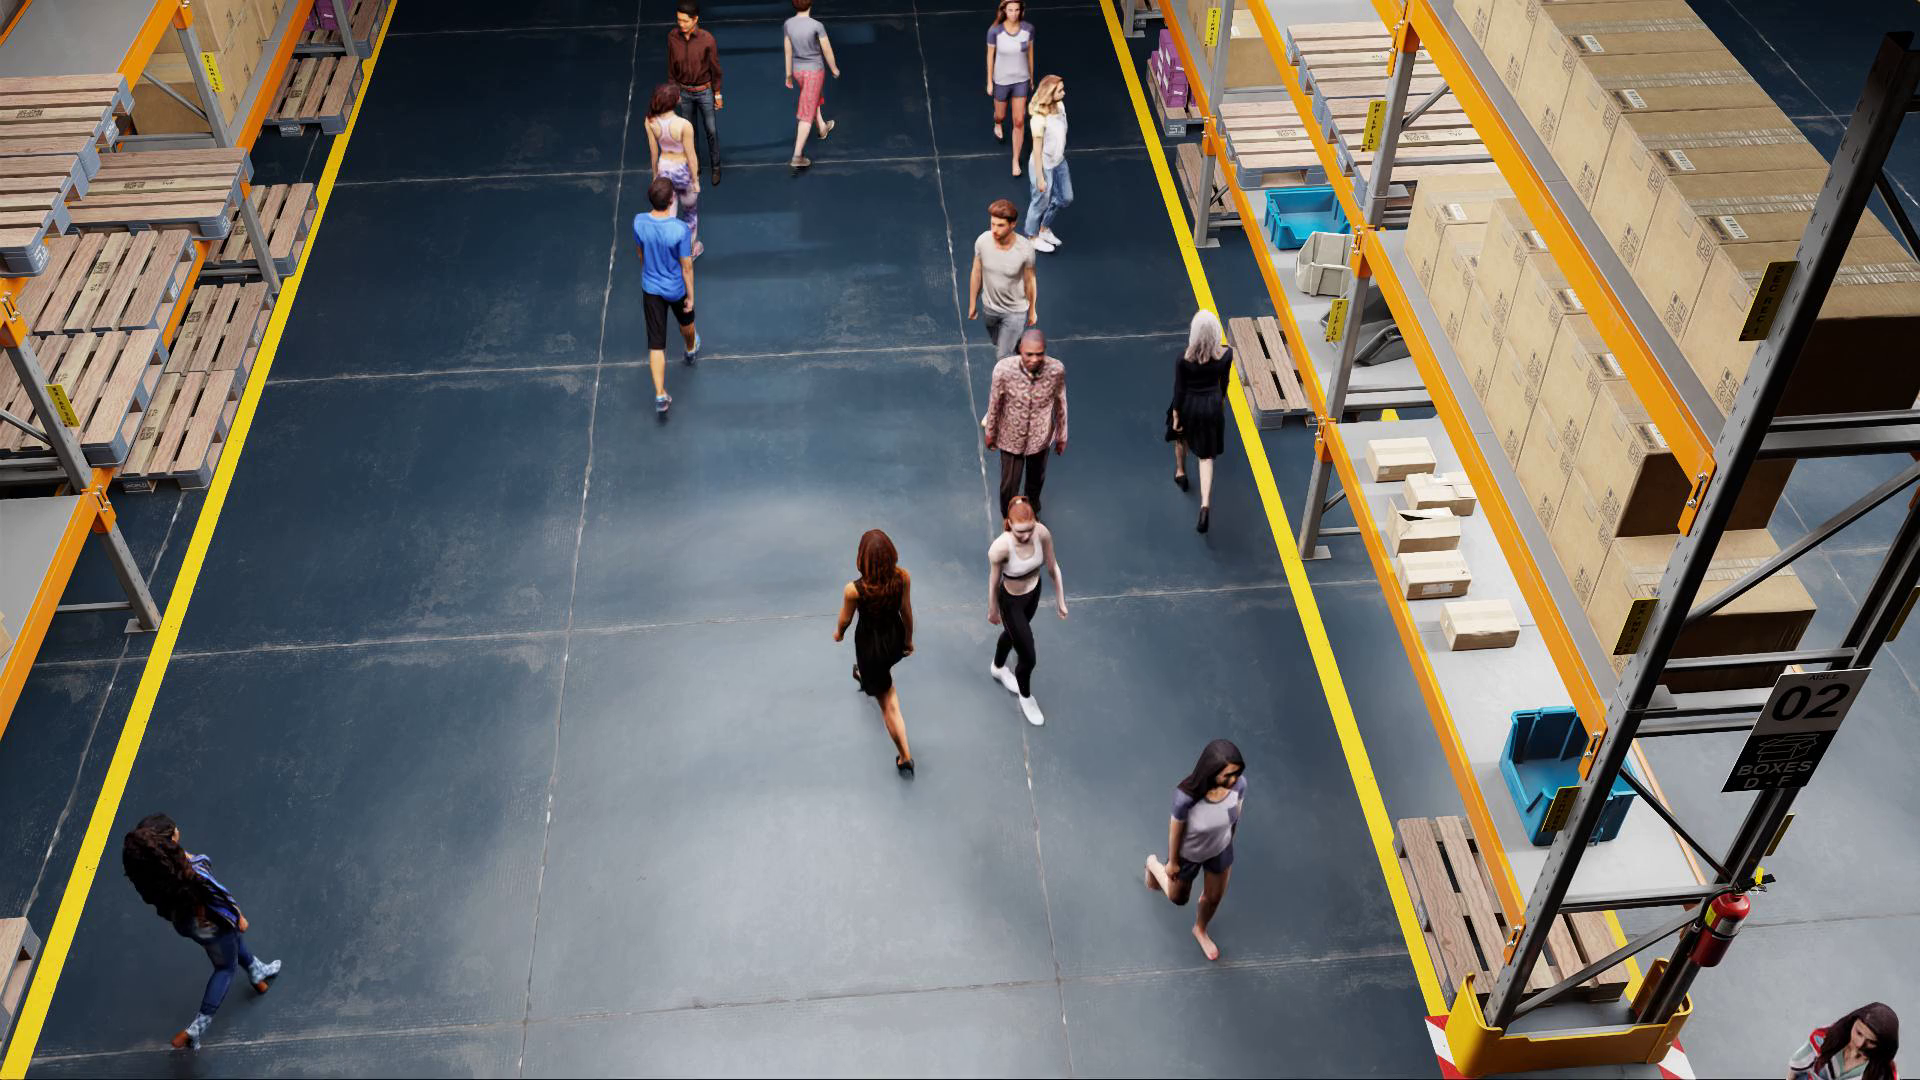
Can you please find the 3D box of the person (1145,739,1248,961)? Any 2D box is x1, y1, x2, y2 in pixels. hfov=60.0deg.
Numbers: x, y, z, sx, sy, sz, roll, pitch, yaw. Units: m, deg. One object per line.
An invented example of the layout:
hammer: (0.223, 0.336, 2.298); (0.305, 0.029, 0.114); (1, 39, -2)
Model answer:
person: (1.289, 1.631, 9.157); (0.759, 1.690, 0.937); (-16, 46, -16)

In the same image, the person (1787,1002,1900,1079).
person: (4.256, 2.709, 8.111); (1.053, 1.571, 1.099); (32, 52, 29)

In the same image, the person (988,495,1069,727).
person: (0.312, 0.336, 10.491); (0.845, 1.725, 0.948); (-30, 51, -28)

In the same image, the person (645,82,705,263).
person: (-2.400, -2.983, 13.958); (0.777, 1.747, 1.072); (7, 44, 7)

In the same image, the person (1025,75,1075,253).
person: (0.658, -3.220, 14.232); (0.830, 1.713, 0.755); (23, 48, 23)

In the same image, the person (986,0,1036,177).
person: (0.458, -4.270, 15.337); (0.603, 1.710, 0.959); (-3, 44, -3)

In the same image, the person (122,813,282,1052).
person: (-4.023, 2.074, 8.761); (0.892, 1.595, 1.076); (16, 46, 16)

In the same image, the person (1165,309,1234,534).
person: (1.706, -0.828, 11.719); (0.597, 1.716, 1.081); (-2, 44, -3)

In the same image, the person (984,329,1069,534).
person: (0.452, -0.790, 11.625); (0.726, 1.791, 0.647); (-6, 44, -6)

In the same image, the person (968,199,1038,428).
person: (0.383, -1.824, 12.659); (1.068, 1.862, 1.276); (19, 47, 19)

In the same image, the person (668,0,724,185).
person: (-2.390, -4.074, 15.082); (0.698, 1.777, 0.615); (7, 44, 7)

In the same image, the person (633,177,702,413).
person: (-2.271, -1.834, 12.702); (0.744, 1.818, 1.303); (2, 44, 2)

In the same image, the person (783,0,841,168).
person: (-1.439, -4.232, 15.372); (0.985, 1.607, 1.238); (18, 46, 18)

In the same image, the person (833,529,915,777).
person: (-0.436, 0.748, 10.013); (0.901, 1.788, 1.229); (-21, 47, -20)
